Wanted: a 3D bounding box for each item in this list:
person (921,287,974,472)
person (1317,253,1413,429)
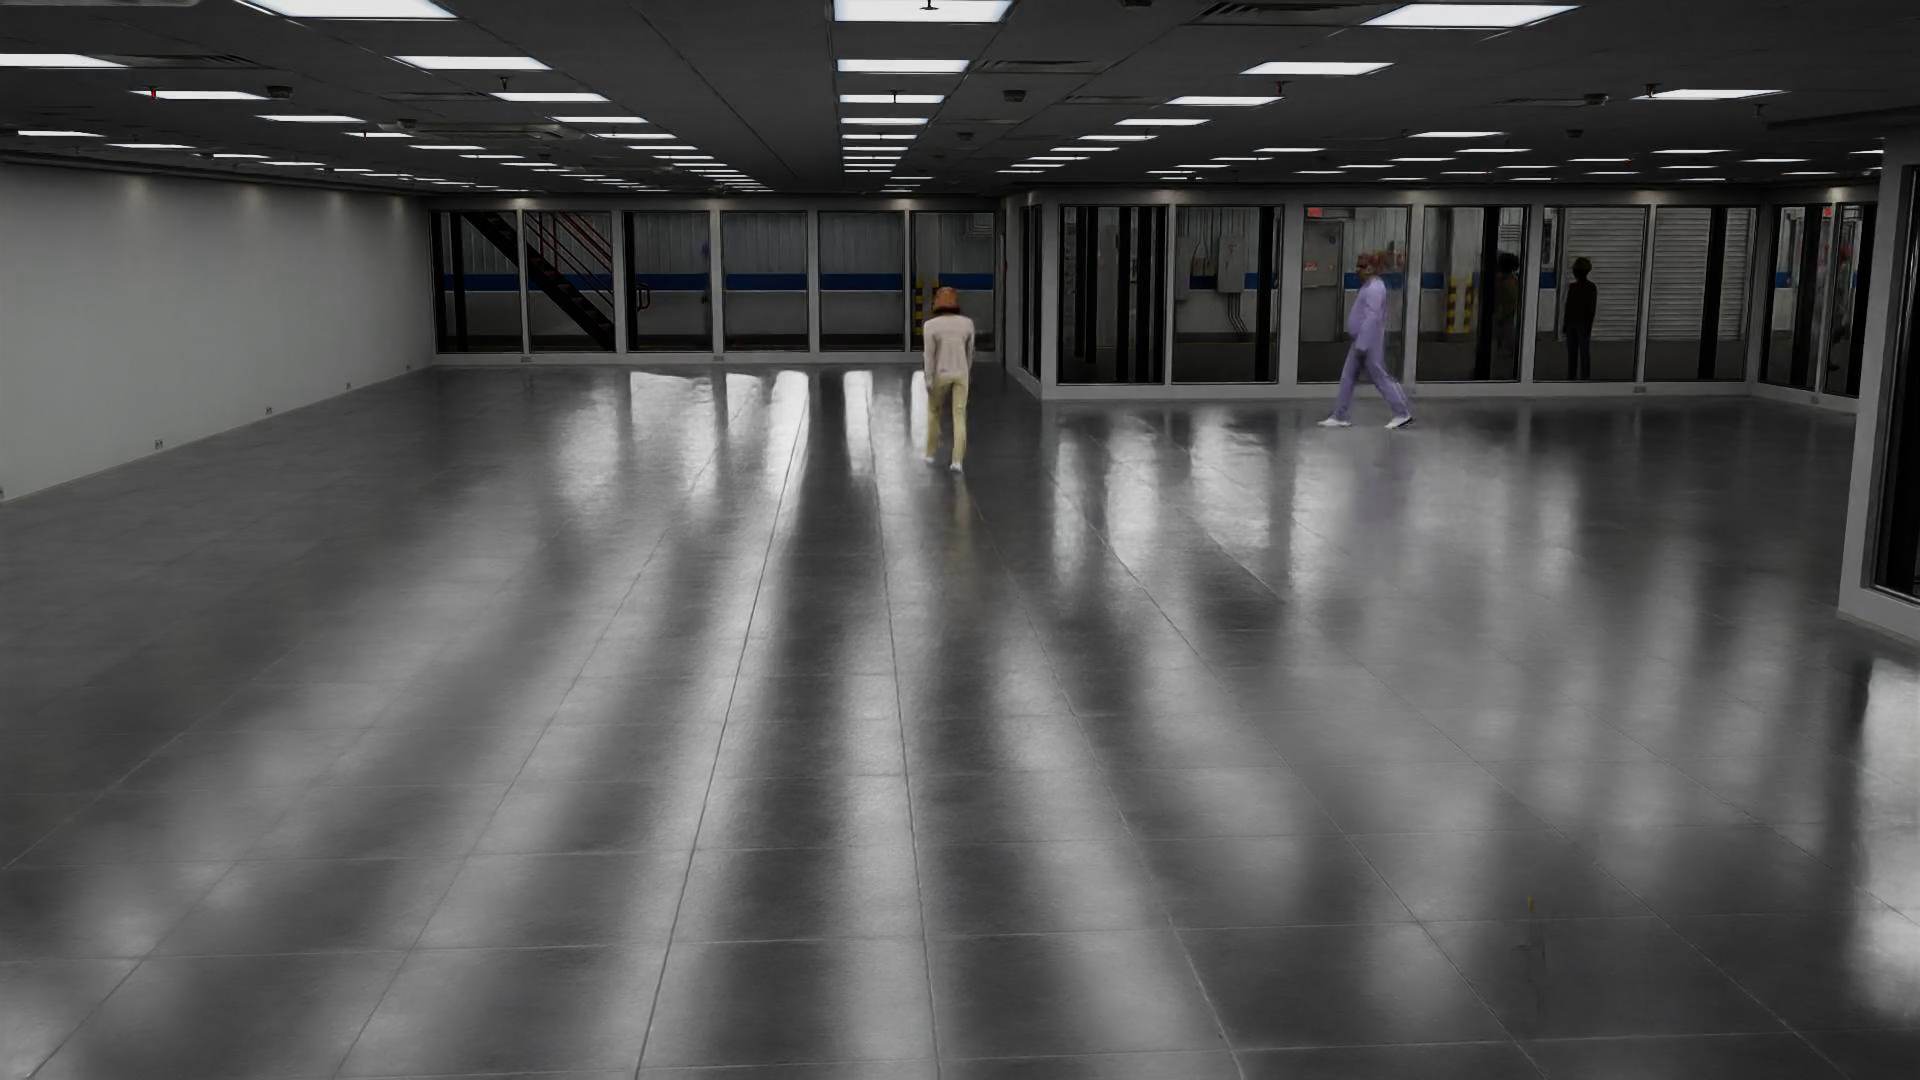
[{"bbox_3d":[-0.131,-1.420,14.673,0.503,1.599,0.799,-3,11,-18],"label":"person"},{"bbox_3d":[4.371,-2.105,17.667,0.969,1.867,0.657,1,11,5],"label":"person"}]
